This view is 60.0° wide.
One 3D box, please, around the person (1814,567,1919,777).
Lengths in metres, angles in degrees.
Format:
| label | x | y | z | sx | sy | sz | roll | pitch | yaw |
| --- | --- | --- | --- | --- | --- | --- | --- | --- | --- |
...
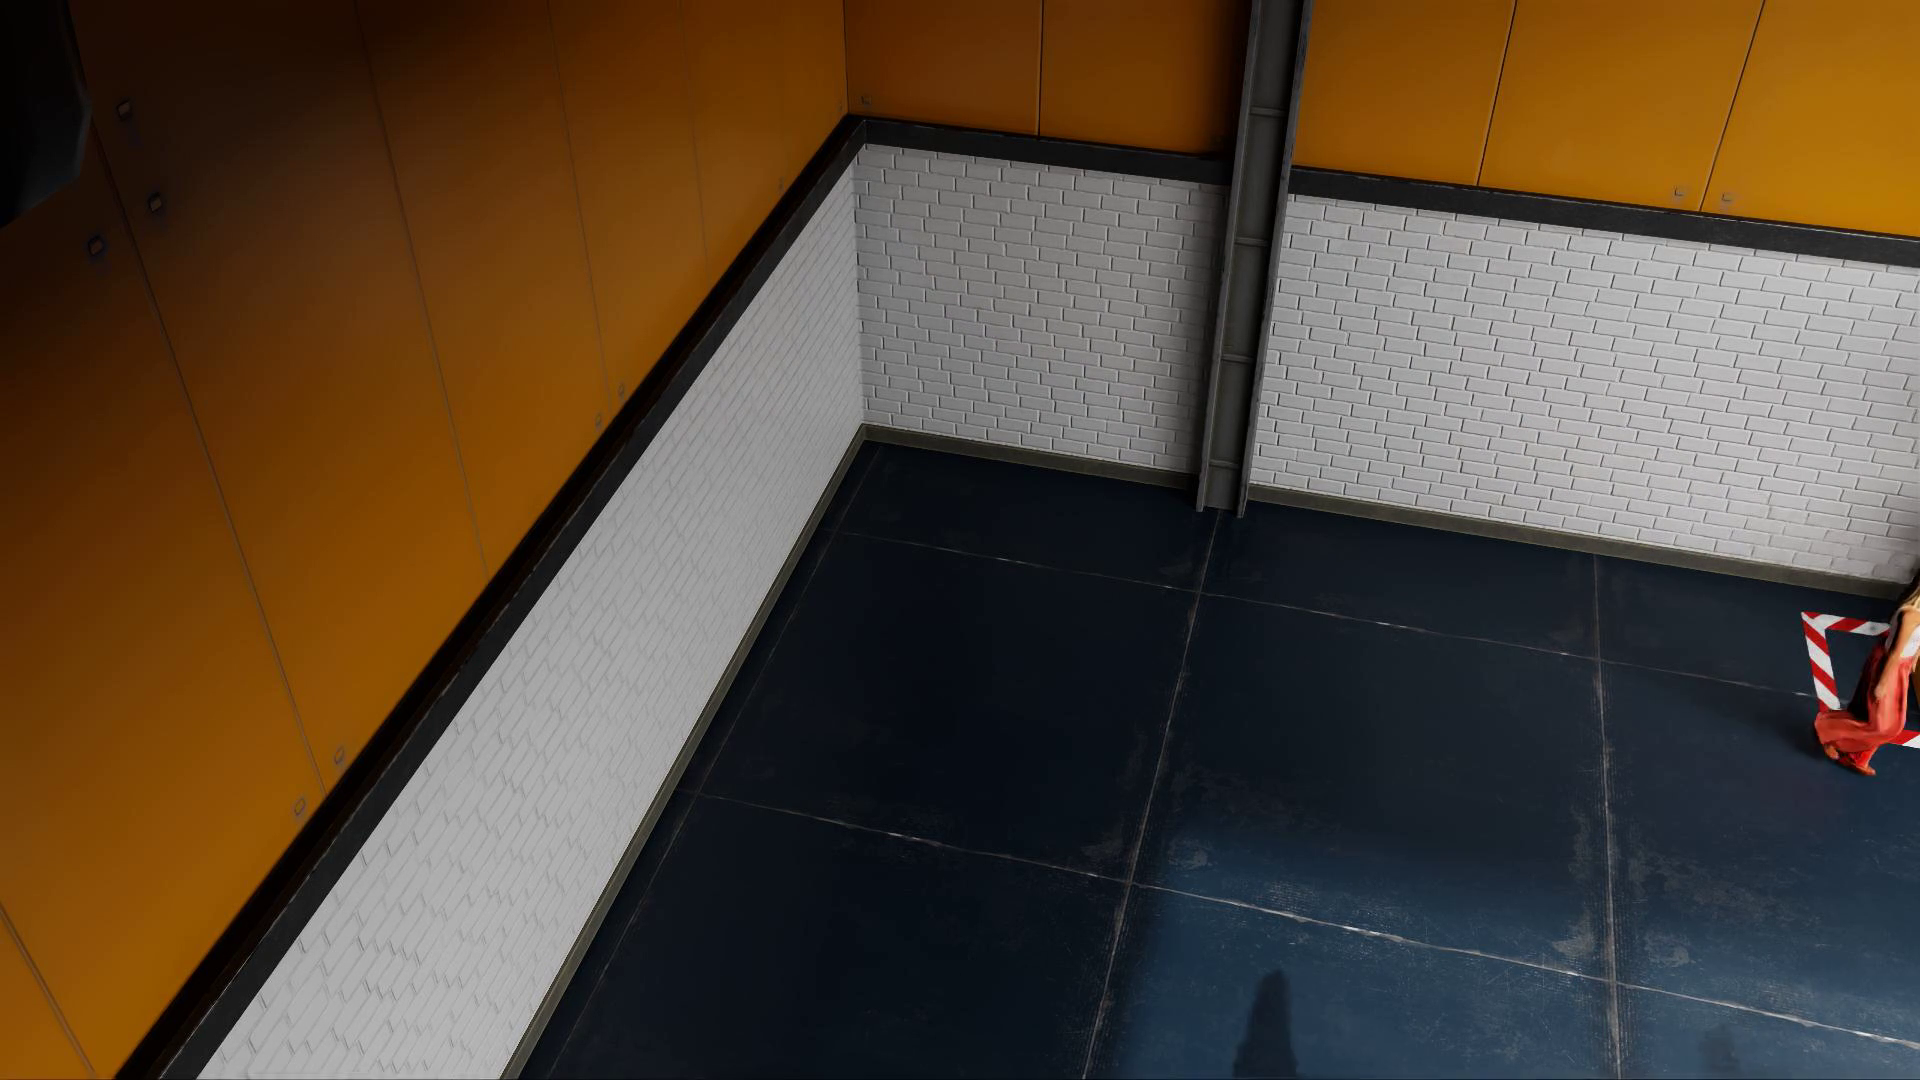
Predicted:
| label | x | y | z | sx | sy | sz | roll | pitch | yaw |
| --- | --- | --- | --- | --- | --- | --- | --- | --- | --- |
| person | 6.091 | 0.823 | 11.067 | 0.877 | 1.795 | 0.810 | 29 | 47 | 32 |
